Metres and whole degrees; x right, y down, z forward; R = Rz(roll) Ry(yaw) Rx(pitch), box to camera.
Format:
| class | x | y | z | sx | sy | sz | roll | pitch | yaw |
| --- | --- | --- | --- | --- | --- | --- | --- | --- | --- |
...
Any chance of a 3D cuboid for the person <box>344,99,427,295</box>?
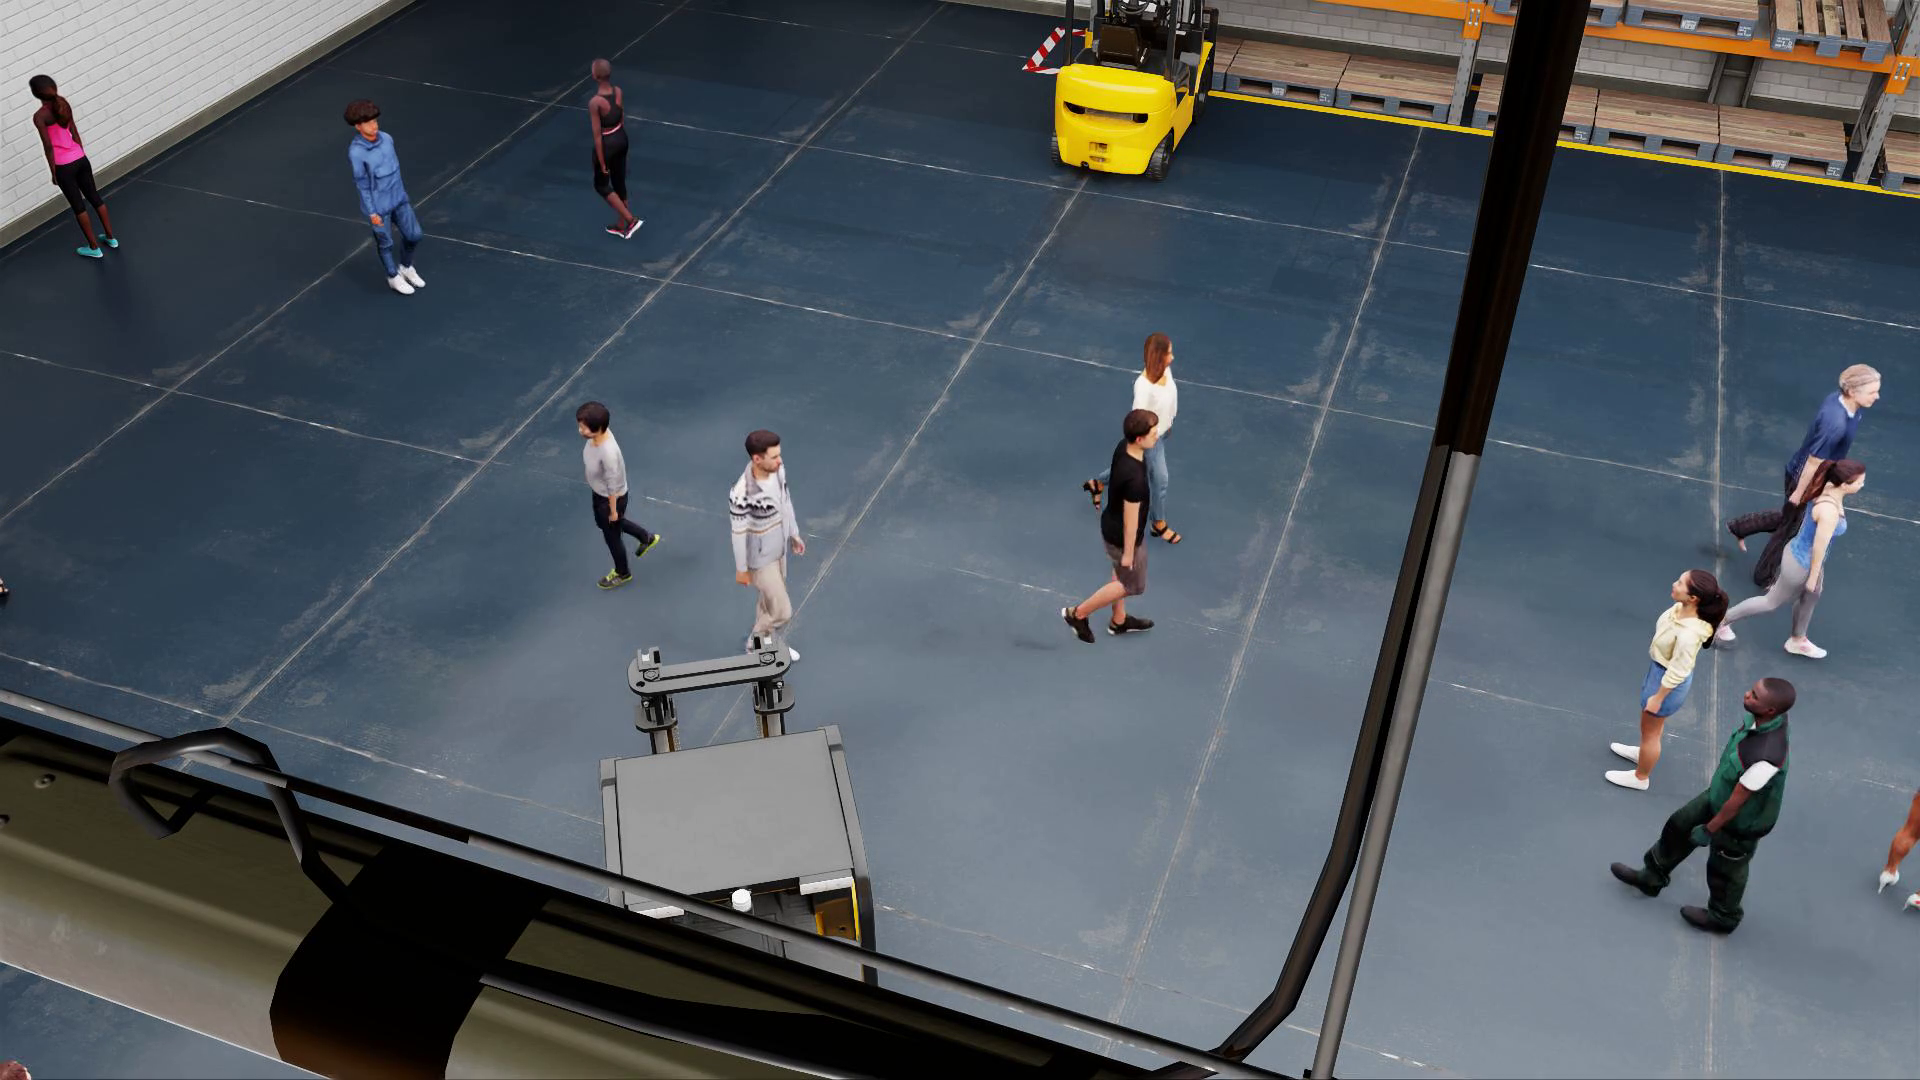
| class | x | y | z | sx | sy | sz | roll | pitch | yaw |
| --- | --- | --- | --- | --- | --- | --- | --- | --- | --- |
| person | -5.071 | -2.979 | 14.462 | 0.684 | 1.797 | 0.734 | 22 | 43 | 25 |

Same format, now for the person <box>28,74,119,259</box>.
| class | x | y | z | sx | sy | sz | roll | pitch | yaw |
| --- | --- | --- | --- | --- | --- | --- | --- | --- | --- |
| person | -8.041 | -3.389 | 15.037 | 0.553 | 1.720 | 0.555 | 15 | 41 | 18 |

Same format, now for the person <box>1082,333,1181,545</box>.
| class | x | y | z | sx | sy | sz | roll | pitch | yaw |
| --- | --- | --- | --- | --- | --- | --- | --- | --- | --- |
| person | 1.257 | -0.755 | 11.792 | 1.039 | 1.654 | 0.664 | 16 | 41 | 19 |

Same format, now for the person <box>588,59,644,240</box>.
| class | x | y | z | sx | sy | sz | roll | pitch | yaw |
| --- | --- | --- | --- | --- | --- | --- | --- | --- | --- |
| person | -3.117 | -3.530 | 15.194 | 0.847 | 1.745 | 0.709 | 24 | 44 | 27 |

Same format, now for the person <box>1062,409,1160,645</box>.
| class | x | y | z | sx | sy | sz | roll | pitch | yaw |
| --- | --- | --- | --- | --- | --- | --- | --- | --- | --- |
| person | 0.981 | -0.075 | 10.785 | 1.008 | 1.848 | 0.873 | -2 | 39 | -3 |

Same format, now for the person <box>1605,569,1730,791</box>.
| class | x | y | z | sx | sy | sz | roll | pitch | yaw |
| --- | --- | --- | --- | --- | --- | --- | --- | --- | --- |
| person | 4.187 | 0.817 | 9.841 | 0.579 | 1.631 | 0.658 | 17 | 42 | 20 |

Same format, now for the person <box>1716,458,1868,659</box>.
| class | x | y | z | sx | sy | sz | roll | pitch | yaw |
| --- | --- | --- | --- | --- | --- | --- | --- | --- | --- |
| person | 5.369 | 0.127 | 10.746 | 1.026 | 1.582 | 0.635 | 14 | 41 | 17 |

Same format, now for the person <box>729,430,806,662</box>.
| class | x | y | z | sx | sy | sz | roll | pitch | yaw |
| --- | --- | --- | --- | --- | --- | --- | --- | --- | --- |
| person | -1.320 | 0.040 | 10.643 | 0.589 | 1.846 | 0.665 | 14 | 41 | 17 |

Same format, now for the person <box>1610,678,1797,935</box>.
| class | x | y | z | sx | sy | sz | roll | pitch | yaw |
| --- | --- | --- | --- | --- | --- | --- | --- | --- | --- |
| person | 4.229 | 1.473 | 8.873 | 0.914 | 1.816 | 0.667 | 12 | 40 | 15 |

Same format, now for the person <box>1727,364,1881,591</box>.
| class | x | y | z | sx | sy | sz | roll | pitch | yaw |
| --- | --- | --- | --- | --- | --- | --- | --- | --- | --- |
| person | 5.663 | -0.446 | 11.250 | 0.941 | 1.847 | 0.821 | 27 | 46 | 29 |

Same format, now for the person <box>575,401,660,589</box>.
| class | x | y | z | sx | sy | sz | roll | pitch | yaw |
| --- | --- | --- | --- | --- | --- | --- | --- | --- | --- |
| person | -2.317 | -0.333 | 11.359 | 0.853 | 1.536 | 0.795 | -14 | 41 | -16 |
